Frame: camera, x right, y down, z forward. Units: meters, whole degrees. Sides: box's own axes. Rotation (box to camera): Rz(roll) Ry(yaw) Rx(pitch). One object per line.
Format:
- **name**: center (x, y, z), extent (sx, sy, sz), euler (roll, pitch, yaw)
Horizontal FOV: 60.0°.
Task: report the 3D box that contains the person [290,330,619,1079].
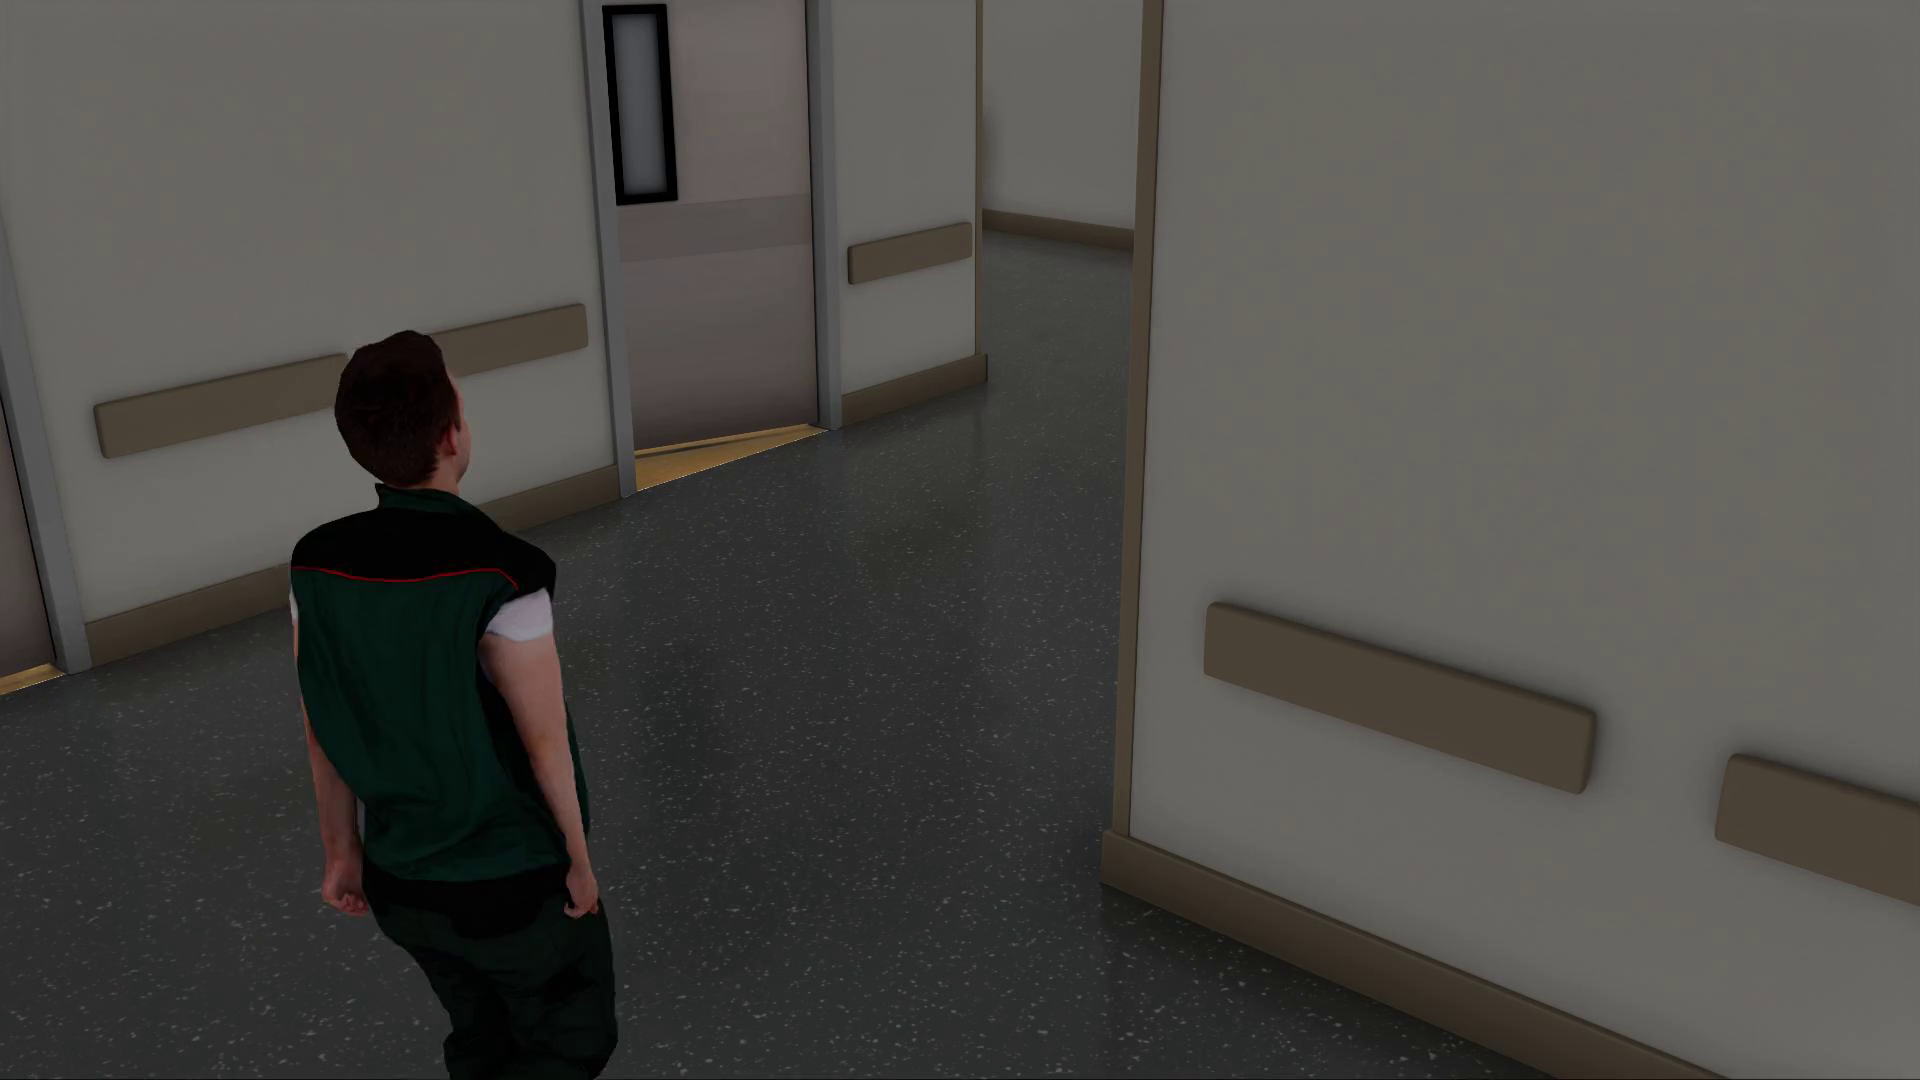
- **person**: center (-0.854, 0.575, 2.814), extent (0.821, 1.826, 1.009), euler (7, 22, 18)
